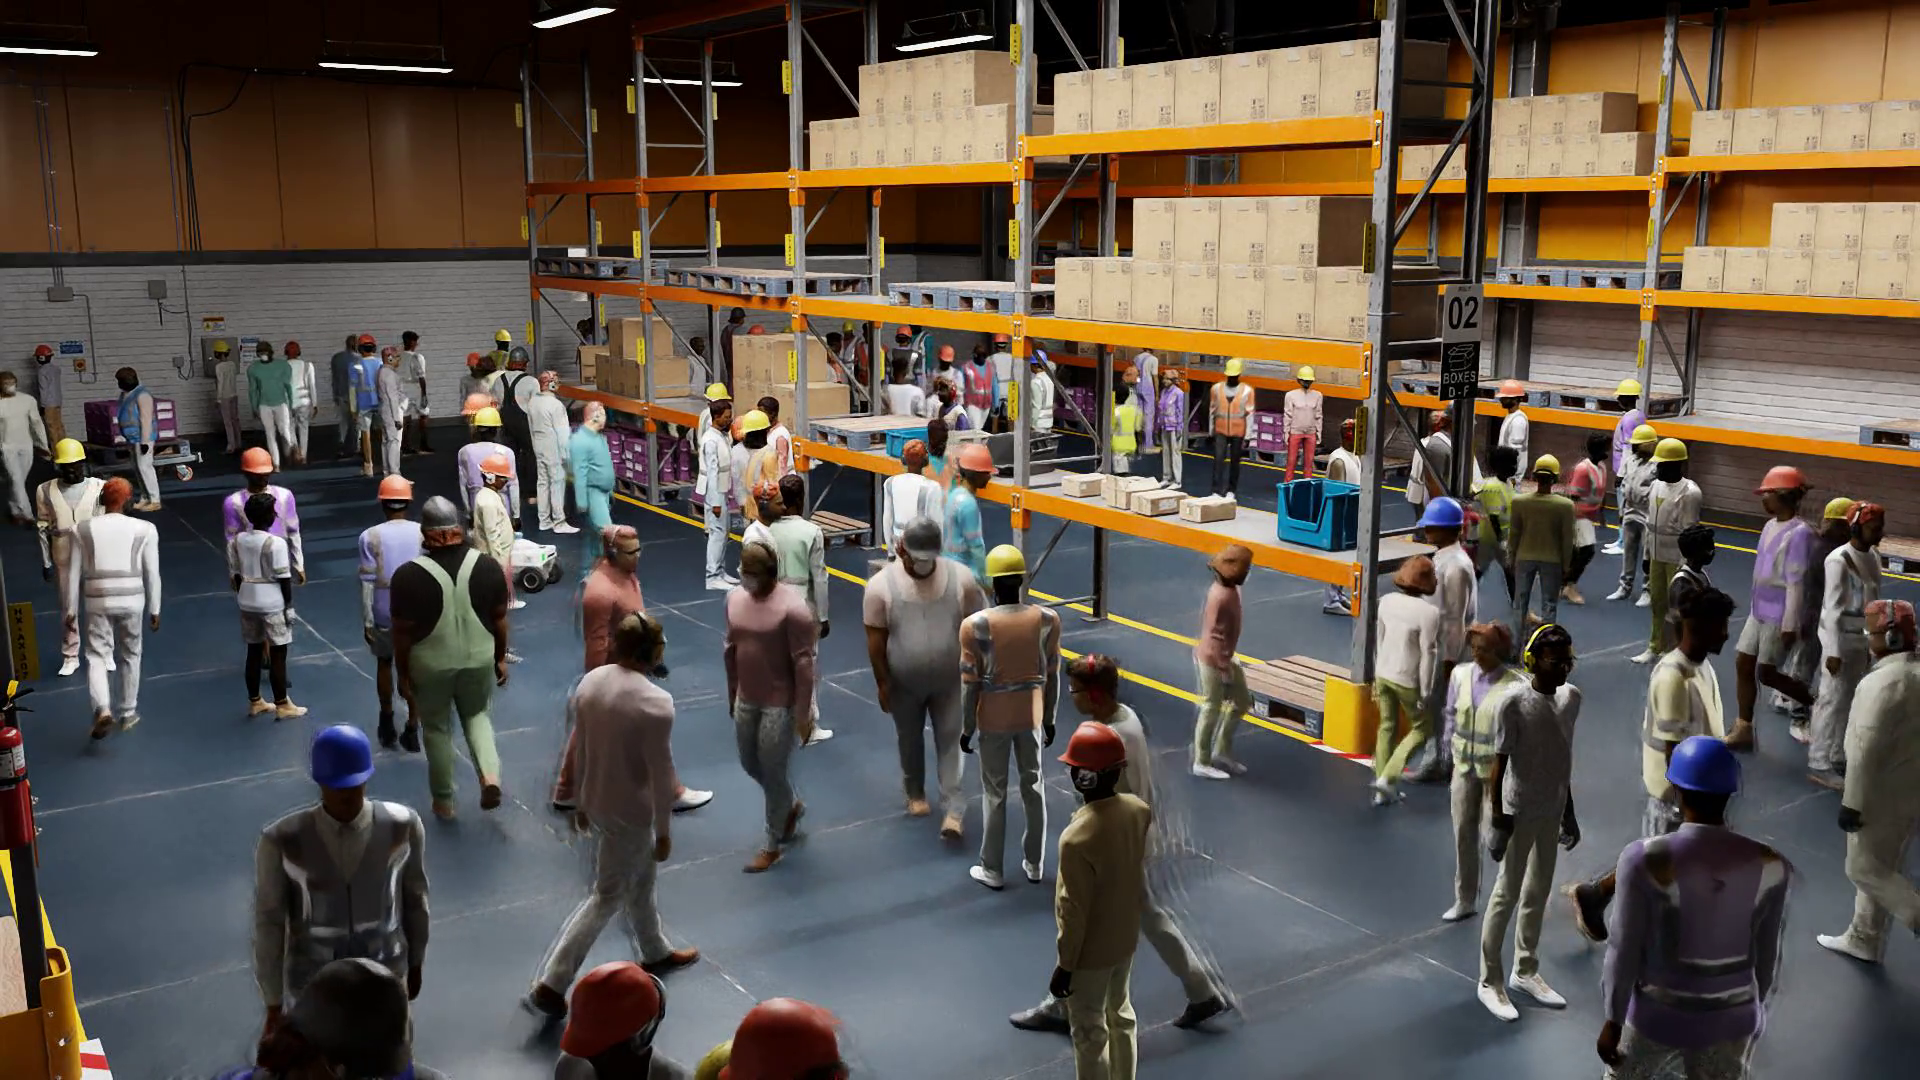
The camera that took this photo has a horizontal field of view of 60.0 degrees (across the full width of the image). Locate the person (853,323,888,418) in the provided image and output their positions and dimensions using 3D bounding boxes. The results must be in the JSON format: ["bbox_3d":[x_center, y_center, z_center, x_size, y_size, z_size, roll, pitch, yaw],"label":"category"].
[{"bbox_3d":[-1.485,-2.628,27.508,0.600,1.959,0.375,3,11,15],"label":"person"}]

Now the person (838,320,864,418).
[{"bbox_3d":[-1.994,-3.062,30.096,0.595,1.824,0.403,6,13,28],"label":"person"}]

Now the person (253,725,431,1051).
[{"bbox_3d":[-2.231,1.594,6.073,0.624,1.893,1.023,-5,12,-25],"label":"person"}]

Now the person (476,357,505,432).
[{"bbox_3d":[-6.309,-1.597,22.657,0.432,1.810,0.671,8,14,36],"label":"person"}]

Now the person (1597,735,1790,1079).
[{"bbox_3d":[2.536,1.611,5.893,0.648,1.921,0.708,0,11,-1],"label":"person"}]

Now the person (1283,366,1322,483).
[{"bbox_3d":[4.472,-1.389,21.692,0.529,1.759,0.344,-2,11,-9],"label":"person"}]

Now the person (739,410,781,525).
[{"bbox_3d":[-1.844,-0.251,15.438,0.370,1.924,0.586,-4,12,-20],"label":"person"}]

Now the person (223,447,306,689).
[{"bbox_3d":[-5.580,0.192,13.312,0.545,1.913,0.978,-10,15,-41],"label":"person"}]

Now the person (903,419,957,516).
[{"bbox_3d":[-0.350,-0.161,15.084,0.821,1.891,0.546,-8,14,-37],"label":"person"}]

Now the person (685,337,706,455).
[{"bbox_3d":[-4.099,-2.232,25.798,0.342,1.839,0.503,5,12,26],"label":"person"}]

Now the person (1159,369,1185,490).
[{"bbox_3d":[2.872,-1.503,22.584,0.309,1.638,0.513,-5,12,-25],"label":"person"}]

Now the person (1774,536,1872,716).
[{"bbox_3d":[6.450,0.560,12.132,0.863,1.595,0.521,6,12,26],"label":"person"}]

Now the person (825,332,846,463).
[{"bbox_3d":[-1.897,-2.150,25.043,0.367,1.967,0.603,-6,12,-27],"label":"person"}]

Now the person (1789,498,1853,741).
[{"bbox_3d":[6.137,0.563,11.728,0.487,1.746,0.289,-3,11,-13],"label":"person"}]

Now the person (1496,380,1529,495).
[{"bbox_3d":[6.004,-0.789,18.193,0.380,1.933,0.547,2,11,11],"label":"person"}]

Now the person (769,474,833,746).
[{"bbox_3d":[-1.184,0.492,11.651,0.591,1.920,0.393,5,12,24],"label":"person"}]

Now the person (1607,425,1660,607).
[{"bbox_3d":[6.477,-0.234,15.837,0.322,1.735,0.487,-6,13,-29],"label":"person"}]

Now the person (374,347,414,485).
[{"bbox_3d":[-7.805,-1.707,22.927,0.403,1.911,0.637,-7,13,-32],"label":"person"}]

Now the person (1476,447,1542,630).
[{"bbox_3d":[4.846,0.002,14.823,0.831,1.660,0.542,11,15,43],"label":"person"}]

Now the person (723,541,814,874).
[{"bbox_3d":[-1.040,0.918,9.541,0.654,1.909,0.697,8,14,37],"label":"person"}]

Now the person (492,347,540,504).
[{"bbox_3d":[-5.657,-1.491,21.482,0.683,2.000,0.536,4,12,19],"label":"person"}]

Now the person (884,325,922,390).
[{"bbox_3d":[-0.866,-2.268,25.494,0.601,2.035,0.402,1,11,7],"label":"person"}]

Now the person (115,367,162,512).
[{"bbox_3d":[-10.333,-1.268,20.915,0.635,1.825,0.433,10,15,42],"label":"person"}]

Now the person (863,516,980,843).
[{"bbox_3d":[-0.202,0.766,9.934,0.741,2.000,1.036,-1,11,-4],"label":"person"}]

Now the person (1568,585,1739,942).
[{"bbox_3d":[3.501,1.159,8.174,0.783,1.941,0.608,9,14,40],"label":"person"}]

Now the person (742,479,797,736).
[{"bbox_3d":[-1.341,0.511,11.637,0.342,1.882,0.587,1,11,6],"label":"person"}]

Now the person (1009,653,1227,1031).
[{"bbox_3d":[0.736,1.371,7.445,0.949,1.801,0.599,2,11,12],"label":"person"}]

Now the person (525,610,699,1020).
[{"bbox_3d":[-1.646,1.276,7.748,0.970,1.897,0.634,-11,15,-44],"label":"person"}]

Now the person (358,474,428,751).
[{"bbox_3d":[-3.932,0.490,11.675,0.542,1.905,0.727,-5,12,-24],"label":"person"}]

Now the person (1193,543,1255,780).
[{"bbox_3d":[1.726,0.800,10.844,0.461,1.606,0.522,6,12,26],"label":"person"}]

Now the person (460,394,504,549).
[{"bbox_3d":[-4.694,-0.449,16.316,0.599,1.971,0.643,-6,13,-29],"label":"person"}]

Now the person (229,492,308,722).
[{"bbox_3d":[-5.101,0.489,12.232,0.540,1.696,0.317,5,12,24],"label":"person"}]

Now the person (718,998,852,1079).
[{"bbox_3d":[-0.299,2.010,3.764,0.621,1.964,0.655,4,12,18],"label":"person"}]

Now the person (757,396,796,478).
[{"bbox_3d":[-1.852,-0.497,16.752,0.412,1.907,0.596,-4,12,-19],"label":"person"}]

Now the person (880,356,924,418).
[{"bbox_3d":[-0.770,-1.338,20.955,0.602,1.943,0.450,-2,11,-12],"label":"person"}]

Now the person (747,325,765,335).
[{"bbox_3d":[-3.202,-2.385,26.176,0.397,1.992,0.621,-2,11,-9],"label":"person"}]

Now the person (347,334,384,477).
[{"bbox_3d":[-8.403,-1.915,23.677,0.620,2.033,0.425,-9,14,-40],"label":"person"}]

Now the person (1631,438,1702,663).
[{"bbox_3d":[5.761,0.122,13.562,0.402,1.917,0.582,-3,11,-13],"label":"person"}]

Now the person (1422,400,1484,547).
[{"bbox_3d":[4.600,-0.318,15.481,0.537,2.000,0.679,8,14,36],"label":"person"}]

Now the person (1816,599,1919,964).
[{"bbox_3d":[4.560,1.222,8.012,0.666,1.881,0.712,-8,13,-34],"label":"person"}]

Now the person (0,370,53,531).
[{"bbox_3d":[-11.211,-1.070,19.742,1.017,1.893,0.644,8,13,34],"label":"person"}]

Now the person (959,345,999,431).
[{"bbox_3d":[0.275,-2.039,24.968,0.629,1.788,0.977,-6,13,-28],"label":"person"}]

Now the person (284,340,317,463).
[{"bbox_3d":[-9.867,-2.033,24.733,0.583,1.865,0.605,-5,12,-25],"label":"person"}]

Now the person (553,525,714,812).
[{"bbox_3d":[-2.077,0.805,10.239,1.014,1.840,0.627,-1,11,-5],"label":"person"}]

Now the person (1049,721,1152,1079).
[{"bbox_3d":[0.526,1.566,6.573,0.330,1.751,0.563,7,13,33],"label":"person"}]
